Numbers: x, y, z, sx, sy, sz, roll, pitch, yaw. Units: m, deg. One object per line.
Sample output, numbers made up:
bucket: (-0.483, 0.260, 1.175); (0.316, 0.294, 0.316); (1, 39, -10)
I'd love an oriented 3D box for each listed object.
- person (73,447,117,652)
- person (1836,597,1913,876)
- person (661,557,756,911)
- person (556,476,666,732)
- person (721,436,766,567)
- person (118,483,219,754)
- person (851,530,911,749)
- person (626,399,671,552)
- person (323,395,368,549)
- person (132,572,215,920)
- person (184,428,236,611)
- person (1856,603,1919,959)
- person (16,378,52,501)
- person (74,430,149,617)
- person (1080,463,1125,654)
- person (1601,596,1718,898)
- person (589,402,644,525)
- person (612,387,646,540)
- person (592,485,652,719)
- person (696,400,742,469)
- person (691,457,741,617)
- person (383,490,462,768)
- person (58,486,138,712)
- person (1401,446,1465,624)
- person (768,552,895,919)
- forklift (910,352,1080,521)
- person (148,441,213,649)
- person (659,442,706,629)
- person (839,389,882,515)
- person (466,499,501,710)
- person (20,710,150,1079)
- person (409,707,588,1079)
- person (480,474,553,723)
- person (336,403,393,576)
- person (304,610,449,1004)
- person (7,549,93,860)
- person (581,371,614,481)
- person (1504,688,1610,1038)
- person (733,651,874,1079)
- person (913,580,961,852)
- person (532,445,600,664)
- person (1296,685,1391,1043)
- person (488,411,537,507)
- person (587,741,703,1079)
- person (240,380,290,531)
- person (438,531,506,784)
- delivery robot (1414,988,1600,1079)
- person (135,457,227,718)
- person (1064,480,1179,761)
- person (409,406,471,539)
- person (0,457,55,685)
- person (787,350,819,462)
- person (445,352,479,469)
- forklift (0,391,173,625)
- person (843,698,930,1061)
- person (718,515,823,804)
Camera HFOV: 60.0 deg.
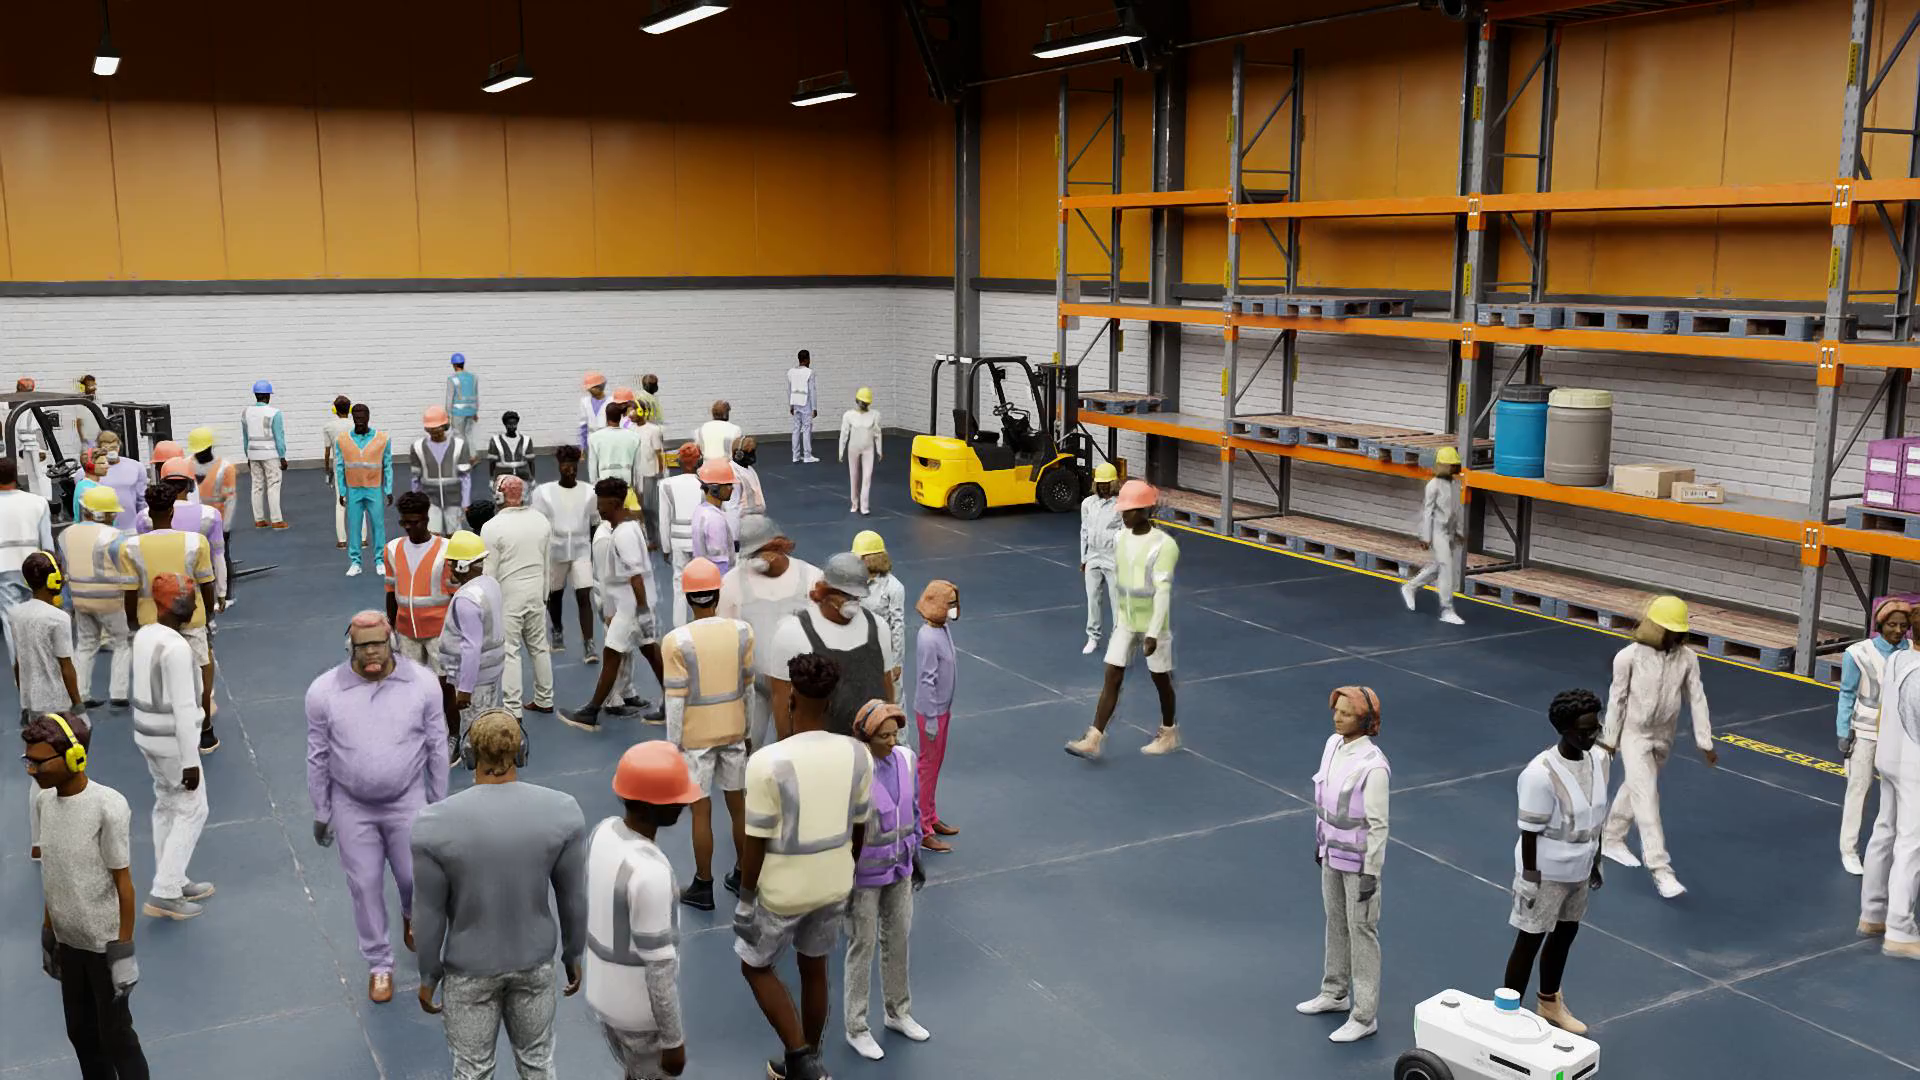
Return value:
person: (-7.754, 0.085, 14.931); (0.376, 1.844, 0.573); (-5, 11, -26)
person: (5.296, 1.128, 9.557); (0.525, 1.631, 0.314); (1, 10, 4)
person: (-1.378, 1.055, 9.095); (0.547, 1.934, 0.375); (-7, 12, -34)
person: (-2.561, 0.482, 12.448); (0.979, 1.911, 0.655); (-1, 10, -7)
person: (-2.076, -0.085, 15.969); (0.429, 1.832, 0.635); (1, 10, 7)
person: (-5.586, 0.572, 11.783); (0.600, 1.967, 0.369); (-4, 11, -24)
person: (-0.574, 0.789, 11.212); (0.487, 1.736, 0.354); (8, 13, 39)
person: (-3.746, -0.763, 19.836); (0.515, 1.842, 0.421); (7, 12, 36)
person: (-7.402, -0.817, 20.100); (0.509, 1.860, 0.334); (-3, 10, -18)
person: (-4.272, 1.102, 8.991); (0.611, 1.883, 0.385); (9, 13, 42)
person: (-7.454, -0.176, 16.386); (0.650, 1.862, 0.853); (1, 10, 5)
person: (4.865, 1.205, 8.493); (0.328, 1.842, 0.516); (0, 10, 1)
person: (-12.532, -1.243, 22.471); (0.573, 1.883, 0.356); (6, 12, 32)
person: (-7.944, -0.078, 15.659); (0.635, 1.927, 0.377); (-9, 14, -43)
person: (1.287, 0.173, 14.757); (0.481, 1.734, 0.327); (5, 11, 28)
person: (3.921, 1.128, 9.369); (0.509, 1.673, 0.921); (-2, 10, -13)
person: (-3.835, -0.585, 18.616); (0.597, 1.910, 0.391); (-4, 11, -23)
person: (-4.115, -0.931, 20.560); (0.386, 1.929, 0.547); (-9, 13, -43)
person: (-2.613, 0.467, 12.817); (0.403, 1.820, 0.603); (1, 10, 4)
person: (-2.783, -0.754, 19.814); (0.654, 1.825, 0.633); (4, 11, 21)
person: (-1.829, 0.388, 12.620); (0.373, 2.042, 0.614); (-4, 11, -21)
person: (-3.730, 0.616, 11.583); (0.608, 1.953, 0.388); (2, 10, 12)
person: (-6.627, 0.469, 12.880); (0.612, 1.794, 0.482); (3, 10, 17)
person: (4.650, -0.080, 16.243); (0.487, 1.719, 0.757); (-9, 13, -40)
person: (-0.689, 1.016, 9.013); (0.700, 2.000, 0.725); (-5, 11, -28)
forklift: (0.460, -1.461, 22.833); (2.313, 2.155, 1.214); (-5, 11, -28)
person: (-6.915, 0.081, 14.728); (0.387, 1.929, 0.547); (-1, 10, -4)
person: (-2.404, 0.062, 14.960); (0.575, 1.883, 0.355); (0, 10, 2)
person: (-1.349, -1.191, 22.618); (0.572, 1.715, 0.847); (-1, 10, -4)
person: (-3.729, 0.520, 12.907); (0.325, 1.685, 0.547); (-6, 11, -31)
person: (-3.370, 1.563, 6.410); (0.524, 1.857, 0.341); (5, 11, 27)
person: (-1.693, 1.570, 6.169); (0.635, 1.928, 0.383); (-5, 11, -26)
person: (-3.417, 0.442, 12.753); (0.397, 1.898, 0.636); (6, 12, 32)
person: (-6.592, -0.562, 18.449); (0.590, 1.920, 0.399); (-2, 10, -11)
person: (-2.822, 1.253, 8.087); (0.649, 1.890, 0.564); (-3, 10, -19)
person: (-5.309, 0.984, 9.734); (0.519, 1.860, 0.320); (5, 11, 29)
person: (-4.747, -1.242, 22.107); (0.675, 2.017, 0.470); (3, 10, 19)
person: (2.675, 1.470, 7.446); (0.544, 1.684, 0.331); (-7, 12, -34)
person: (-0.676, 1.423, 6.941); (0.645, 1.943, 0.501); (-8, 12, -38)
person: (-0.135, 1.043, 10.032); (0.277, 1.631, 0.507); (2, 10, 9)
person: (-3.450, 0.113, 14.607); (0.621, 1.914, 1.024); (-4, 11, -21)
person: (1.779, 1.458, 7.606); (0.306, 1.645, 0.522); (-3, 10, -15)
person: (-5.344, -0.706, 19.936); (0.557, 1.677, 0.527); (-5, 11, -27)
person: (-1.124, 1.617, 5.920); (0.388, 1.924, 0.579); (-6, 12, -32)
person: (-8.932, -1.083, 21.403); (0.605, 1.939, 0.414); (3, 10, 17)
person: (-3.104, 0.845, 10.595); (0.404, 1.830, 0.602); (0, 10, -1)
delivery robot: (2.240, 2.089, 6.840); (0.477, 0.478, 0.707); (-9, 13, -40)
person: (-5.940, 0.380, 12.728); (0.612, 2.029, 0.407); (-6, 11, -30)
person: (1.181, 0.589, 11.602); (1.003, 1.999, 0.614); (-9, 13, -41)
person: (-5.328, -0.374, 17.112); (0.606, 2.014, 0.709); (-3, 10, -14)
person: (-7.903, 0.245, 13.885); (0.616, 1.879, 0.908); (-6, 12, -31)
person: (-2.689, -2.283, 28.360); (0.597, 1.916, 0.371); (7, 12, 36)
person: (-8.149, -2.096, 27.224); (0.405, 1.943, 0.632); (7, 12, 33)
forklift: (-9.026, -0.363, 16.508); (1.214, 2.155, 2.313); (6, 11, 29)
person: (-0.370, 1.497, 7.426); (0.321, 1.631, 0.527); (9, 13, 41)
person: (-1.117, 0.796, 10.279); (0.714, 2.000, 0.549); (-2, 10, -12)
